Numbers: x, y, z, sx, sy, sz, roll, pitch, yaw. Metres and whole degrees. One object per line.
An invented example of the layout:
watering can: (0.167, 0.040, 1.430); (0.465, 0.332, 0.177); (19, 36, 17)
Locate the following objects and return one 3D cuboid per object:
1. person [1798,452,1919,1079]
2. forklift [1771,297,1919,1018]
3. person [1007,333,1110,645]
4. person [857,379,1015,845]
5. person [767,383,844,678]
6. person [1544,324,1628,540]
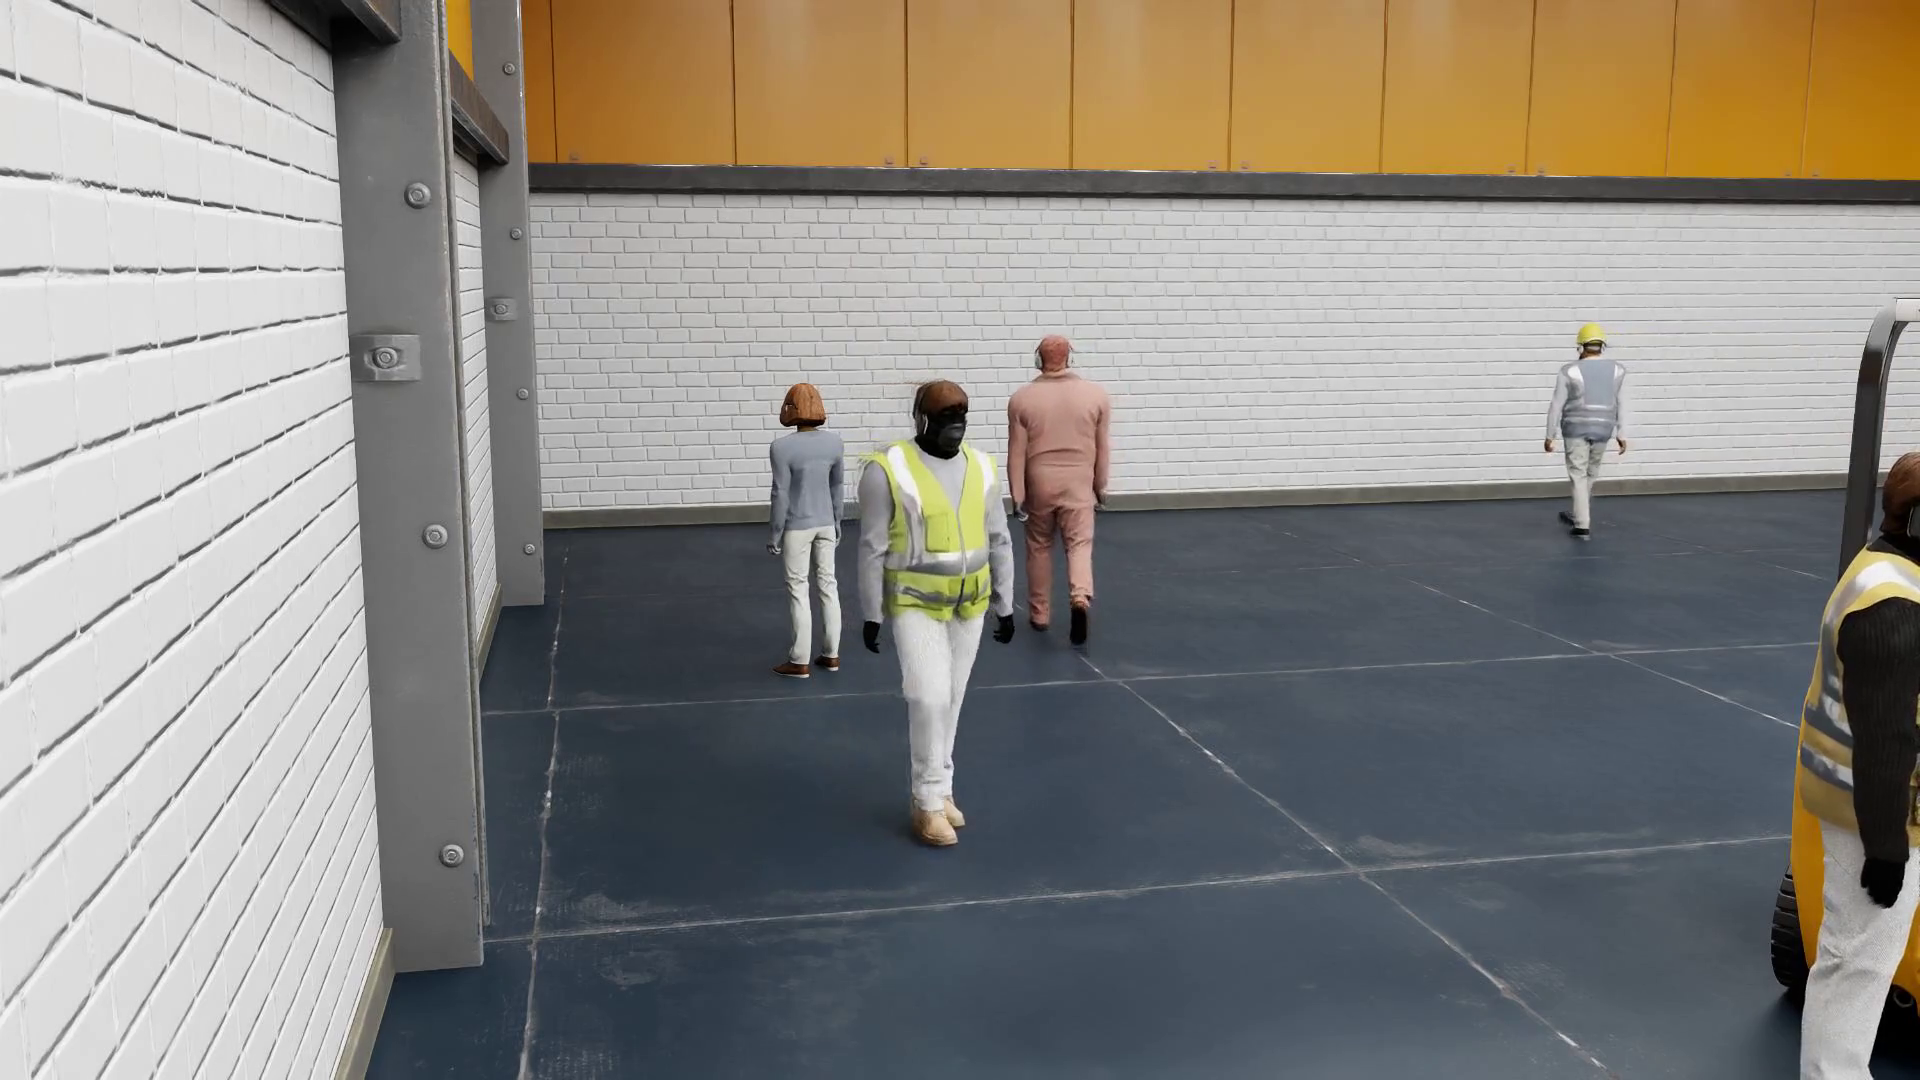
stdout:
person: (2.334, 0.683, 4.161); (0.430, 1.835, 0.622); (6, 11, 31)
forklift: (3.542, 0.334, 5.177); (2.313, 2.155, 1.214); (-9, 13, -43)
person: (0.605, -0.316, 10.115); (0.642, 1.879, 0.834); (0, 9, -1)
person: (-0.031, 0.286, 6.574); (0.654, 1.825, 0.633); (-6, 11, -32)
person: (-0.854, -0.054, 9.243); (0.507, 1.633, 0.278); (-9, 13, -43)
person: (5.242, -0.920, 14.049); (0.630, 1.788, 0.783); (-1, 9, -4)
